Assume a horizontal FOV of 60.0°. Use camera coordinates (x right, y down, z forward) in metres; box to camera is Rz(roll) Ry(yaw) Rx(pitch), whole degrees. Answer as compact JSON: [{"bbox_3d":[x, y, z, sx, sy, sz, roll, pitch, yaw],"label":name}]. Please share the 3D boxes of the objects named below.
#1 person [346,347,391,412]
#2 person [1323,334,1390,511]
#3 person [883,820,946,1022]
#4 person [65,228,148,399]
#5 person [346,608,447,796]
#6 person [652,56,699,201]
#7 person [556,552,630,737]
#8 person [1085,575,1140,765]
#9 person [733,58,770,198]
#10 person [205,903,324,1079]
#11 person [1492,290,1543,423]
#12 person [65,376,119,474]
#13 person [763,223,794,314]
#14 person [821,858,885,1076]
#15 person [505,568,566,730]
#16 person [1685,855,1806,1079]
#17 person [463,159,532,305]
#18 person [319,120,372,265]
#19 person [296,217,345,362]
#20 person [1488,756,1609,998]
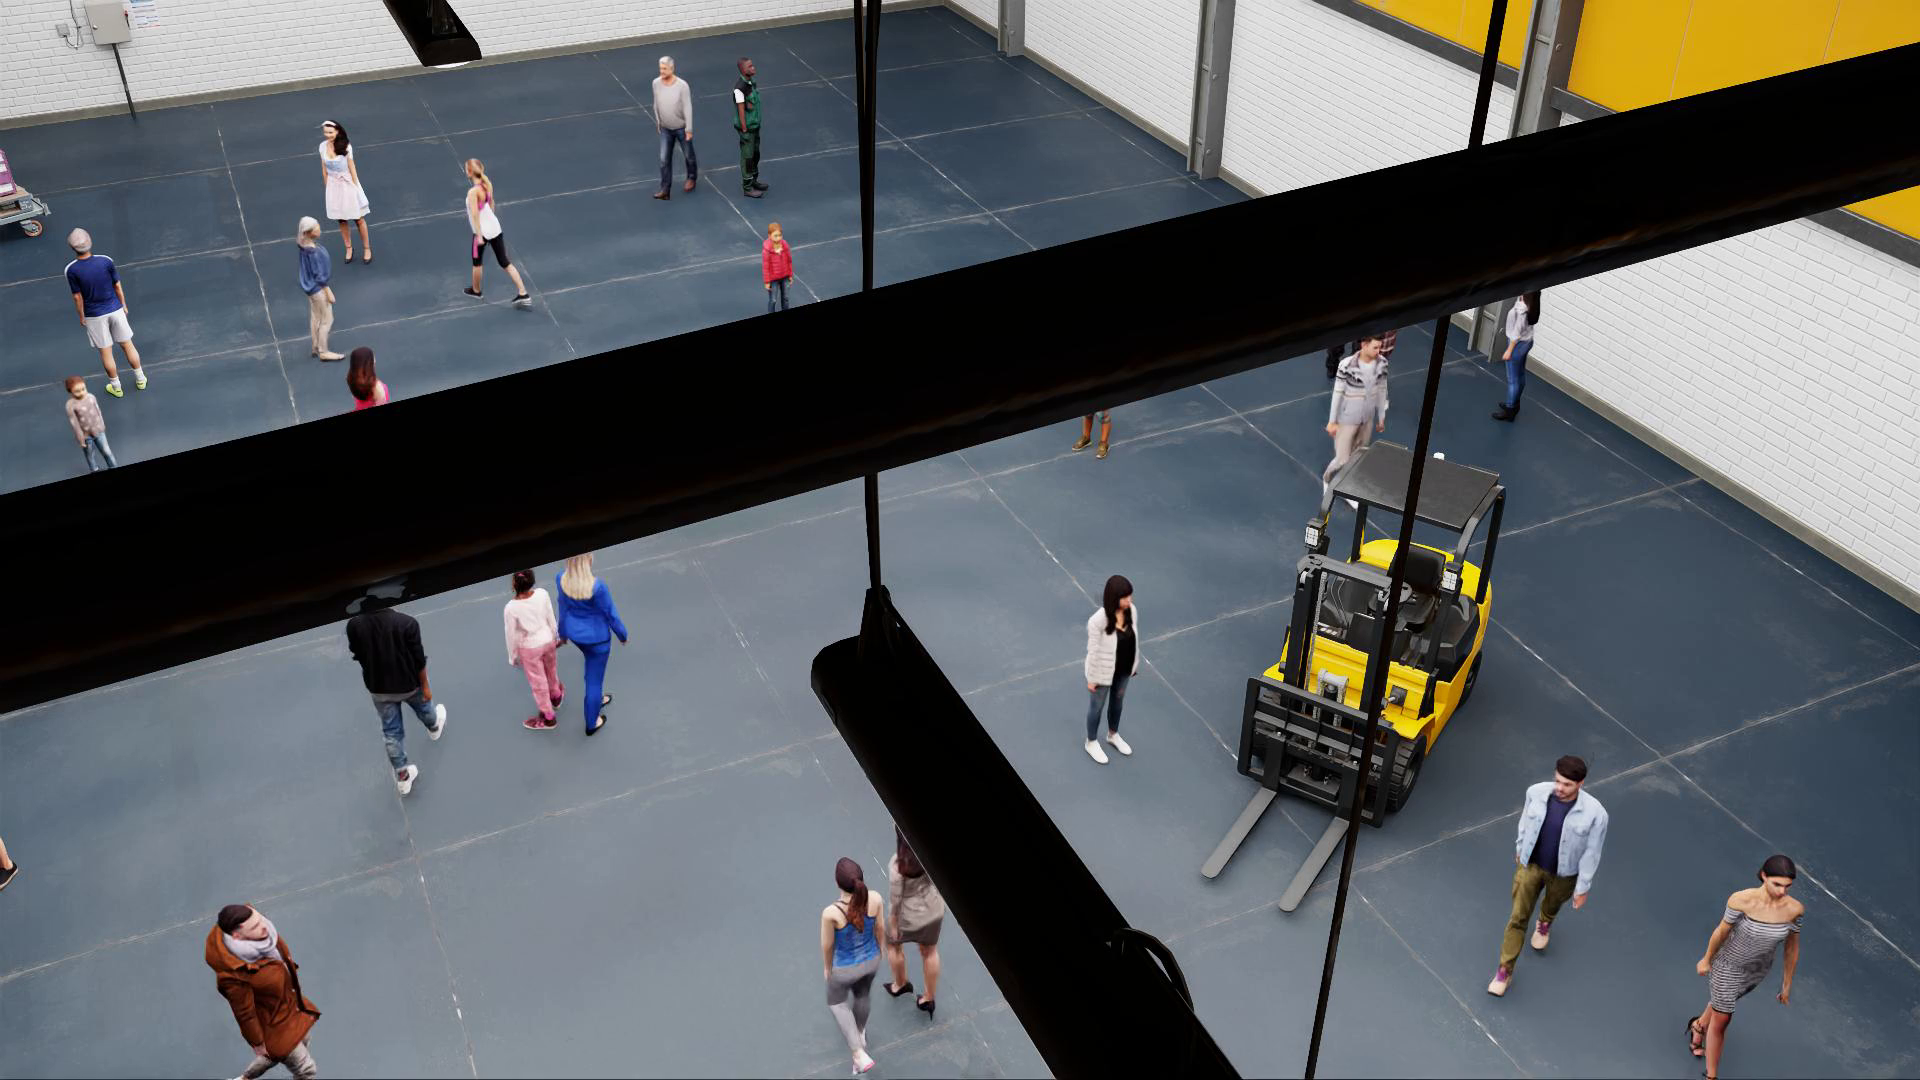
[{"bbox_3d":[-5.484,-1.017,15.483,0.923,1.647,0.927,18,38,25],"label":"person"},{"bbox_3d":[3.654,-1.179,15.543,0.723,1.851,0.665,-12,35,-17],"label":"person"},{"bbox_3d":[-0.220,2.359,10.327,0.672,1.732,0.693,-20,39,-28],"label":"person"},{"bbox_3d":[-8.944,-2.381,17.363,0.694,1.839,0.652,-26,41,-33],"label":"person"},{"bbox_3d":[-4.174,1.088,12.198,0.991,1.777,1.213,-1,34,-1],"label":"person"},{"bbox_3d":[-3.712,-5.465,21.984,1.234,1.859,1.300,10,35,15],"label":"person"},{"bbox_3d":[-2.888,0.807,12.707,0.832,1.683,0.893,14,36,20],"label":"person"},{"bbox_3d":[1.124,0.946,12.537,0.652,1.639,0.599,-21,39,-28],"label":"person"},{"bbox_3d":[-2.805,-5.481,22.025,0.846,1.840,0.751,6,34,9],"label":"person"},{"bbox_3d":[-4.056,2.765,9.637,0.894,1.820,0.955,-6,34,-9],"label":"person"},{"bbox_3d":[5.714,-1.982,16.948,0.679,1.633,0.678,21,39,28],"label":"person"},{"bbox_3d":[-8.385,-1.054,15.965,0.779,1.176,0.644,26,42,34],"label":"person"},{"bbox_3d":[-2.051,-2.964,18.713,0.516,1.314,0.500,-19,38,-26],"label":"person"},{"bbox_3d":[-0.616,2.600,10.085,0.575,1.599,0.818,-16,37,-22],"label":"person"},{"bbox_3d":[-3.284,0.823,12.904,0.748,1.438,0.744,24,40,31],"label":"person"},{"bbox_3d":[4.679,2.513,10.036,0.881,1.799,1.030,2,34,3],"label":"person"},{"bbox_3d":[-5.352,-3.499,19.131,1.214,1.743,1.123,12,36,18],"label":"person"},{"bbox_3d":[-7.459,-4.214,20.143,0.845,1.812,0.883,2,34,3],"label":"person"},{"bbox_3d":[-7.019,-2.729,18.034,0.599,1.675,0.894,29,43,36],"label":"person"},{"bbox_3d":[3.844,2.066,10.740,1.211,1.763,1.145,19,38,27],"label":"person"}]
